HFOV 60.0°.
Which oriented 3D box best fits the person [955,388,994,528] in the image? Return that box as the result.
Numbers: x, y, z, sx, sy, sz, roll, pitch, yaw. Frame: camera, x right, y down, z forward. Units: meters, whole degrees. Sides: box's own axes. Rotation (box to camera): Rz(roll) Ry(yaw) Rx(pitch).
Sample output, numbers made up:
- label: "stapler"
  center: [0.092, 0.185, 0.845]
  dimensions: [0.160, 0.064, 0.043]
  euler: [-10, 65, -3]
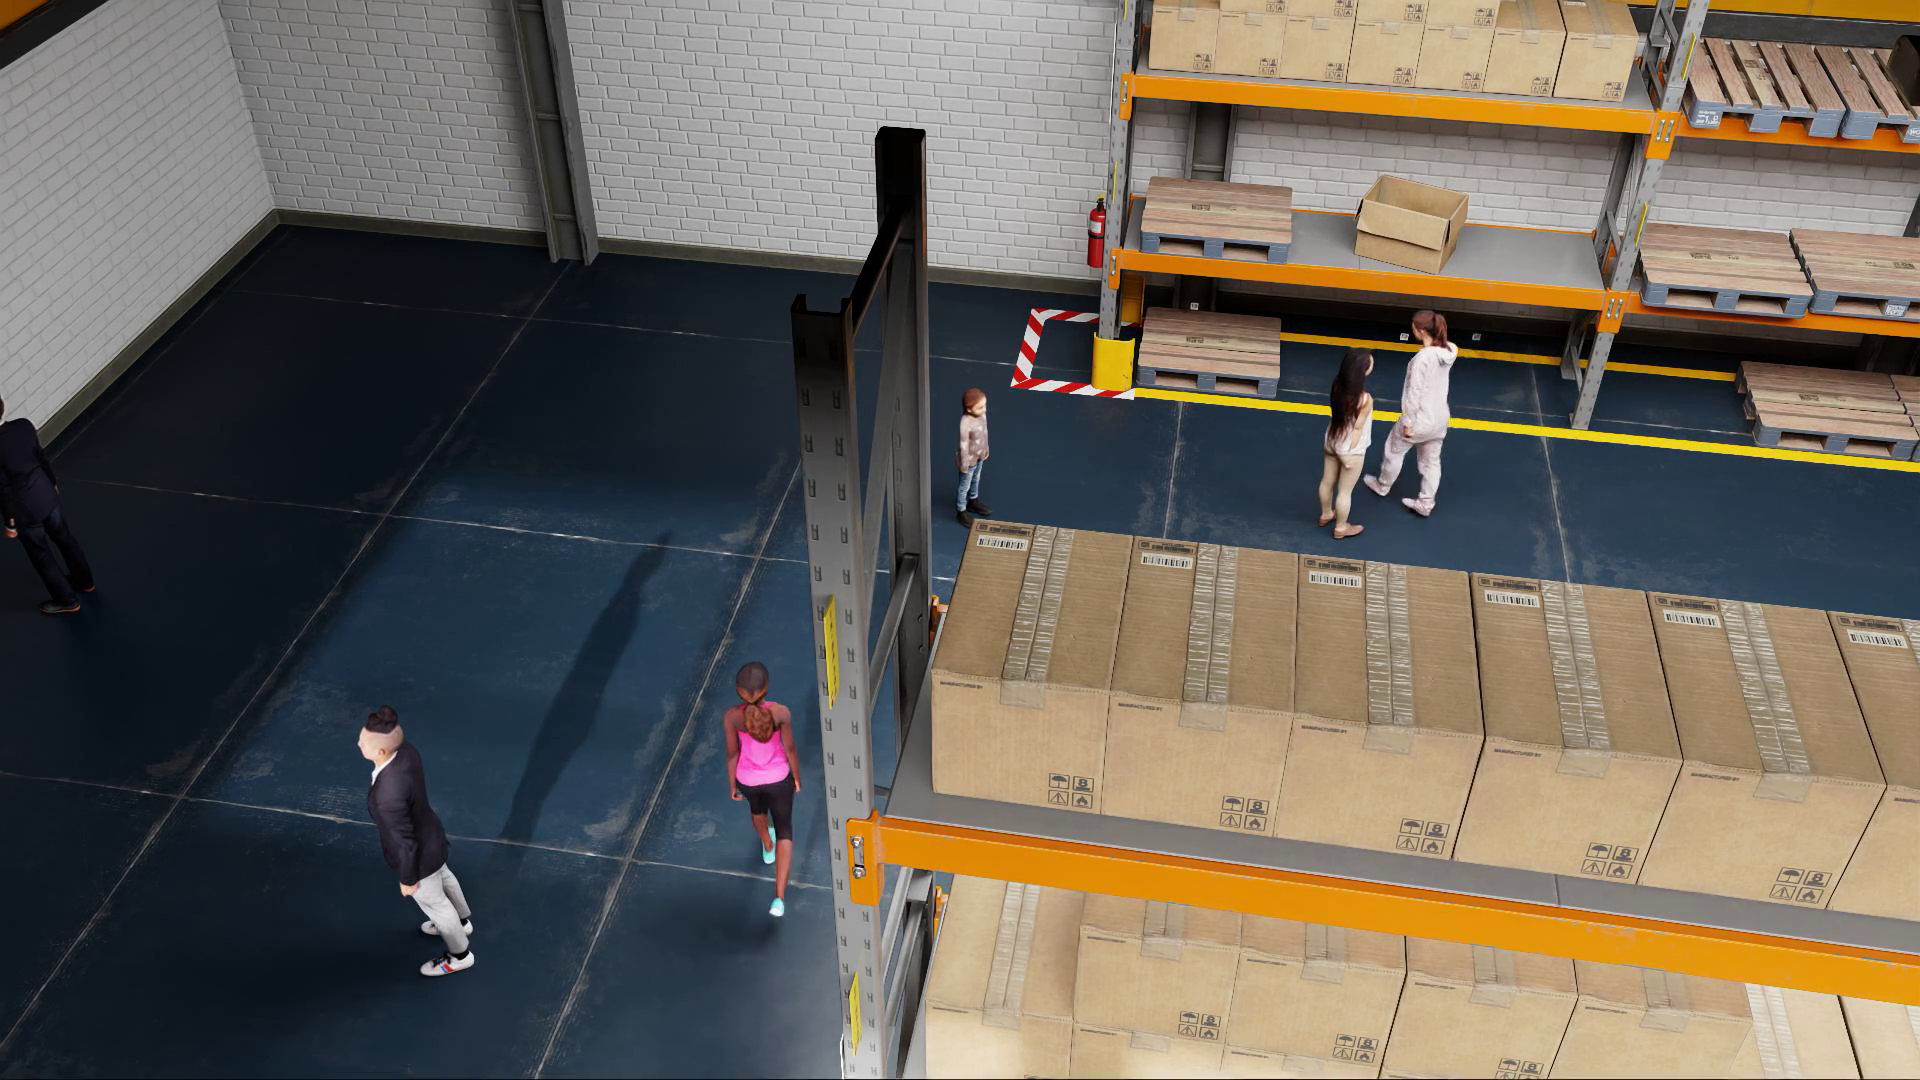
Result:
- label: "person"
  center: [0.082, -0.650, 12.585]
  dimensions: [0.556, 1.193, 0.538]
  euler: [23, 44, 26]

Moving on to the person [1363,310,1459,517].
- label: "person"
  center: [3.563, -0.888, 12.516]
  dimensions: [0.933, 1.651, 0.990]
  euler: [-25, 45, -28]

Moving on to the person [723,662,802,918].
- label: "person"
  center: [-1.129, 1.440, 9.564]
  dimensions: [1.047, 1.698, 0.785]
  euler: [-2, 39, -3]

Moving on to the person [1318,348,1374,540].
- label: "person"
  center: [2.835, -0.699, 12.277]
  dimensions: [0.743, 1.654, 0.683]
  euler: [-13, 40, -16]

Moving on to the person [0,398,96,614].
- label: "person"
  center: [-6.518, -0.280, 11.624]
  dimensions: [0.558, 1.815, 0.690]
  euler: [7, 39, 8]

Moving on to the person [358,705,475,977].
- label: "person"
  center: [-2.977, 1.644, 9.107]
  dimensions: [0.732, 1.949, 0.787]
  euler: [-7, 39, -9]
